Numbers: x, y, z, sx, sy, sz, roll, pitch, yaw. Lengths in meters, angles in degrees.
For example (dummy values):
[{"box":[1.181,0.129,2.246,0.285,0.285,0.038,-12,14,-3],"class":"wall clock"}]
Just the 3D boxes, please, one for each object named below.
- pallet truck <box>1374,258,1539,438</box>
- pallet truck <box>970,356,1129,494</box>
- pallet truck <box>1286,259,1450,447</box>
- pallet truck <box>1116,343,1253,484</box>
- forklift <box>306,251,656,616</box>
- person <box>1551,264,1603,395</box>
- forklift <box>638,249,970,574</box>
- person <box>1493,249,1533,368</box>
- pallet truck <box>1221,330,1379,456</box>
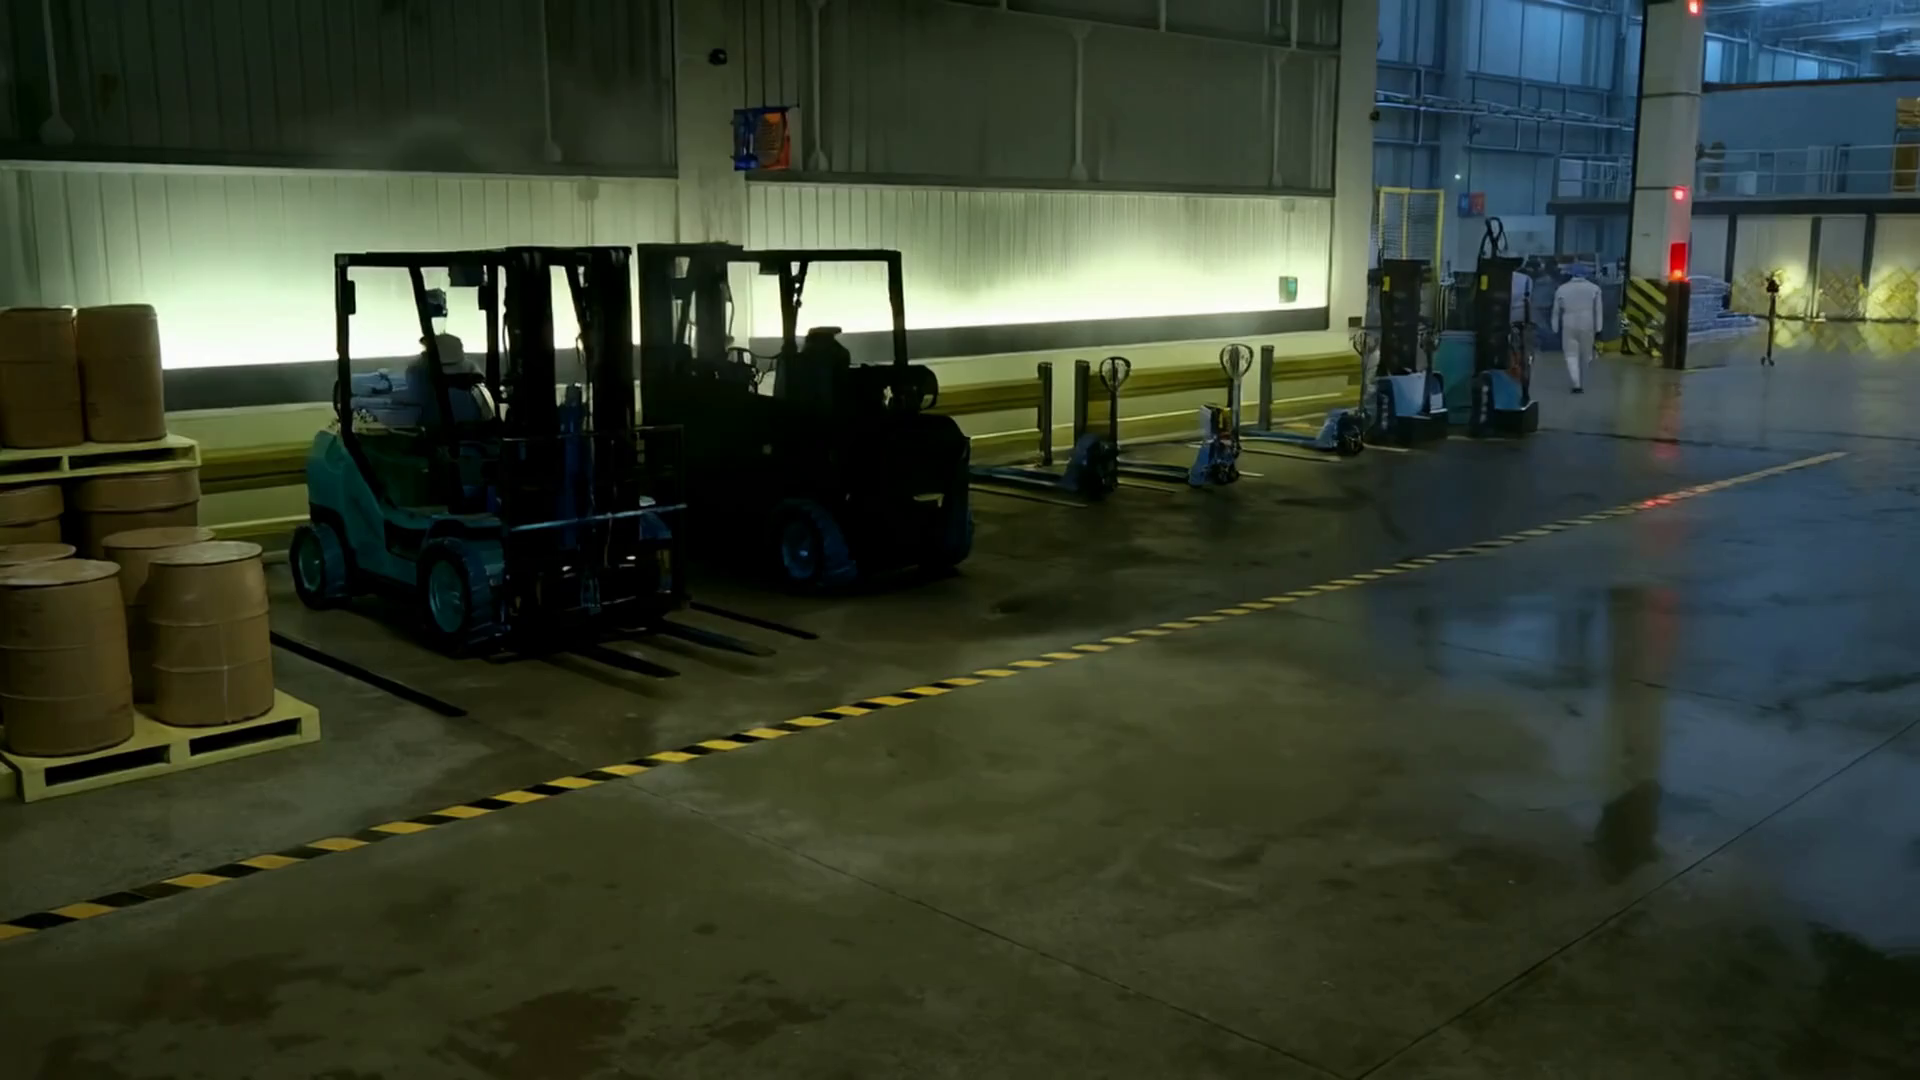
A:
[{"box":[5.704,-2.208,18.901,1.885,1.965,0.823,10,14,43],"class":"pallet truck"},{"box":[0.784,-1.085,14.876,0.680,1.201,1.601,-10,14,-44],"class":"pallet truck"},{"box":[4.493,-2.078,18.196,0.823,1.965,1.885,-9,14,-40],"class":"pallet truck"},{"box":[1.962,-1.215,15.415,1.522,1.261,0.704,10,14,43],"class":"pallet truck"},{"box":[-2.833,-0.669,9.694,1.157,1.987,2.680,-10,14,-44],"class":"forklift"},{"box":[8.759,-2.989,23.603,0.704,1.843,1.008,2,11,11],"class":"person"},{"box":[-1.173,-0.958,11.239,2.680,1.987,1.157,10,14,43],"class":"forklift"},{"box":[7.936,-3.164,24.020,0.610,2.040,0.400,-3,11,-16],"class":"person"},{"box":[3.563,-1.581,17.381,0.653,1.274,1.630,-10,14,-44],"class":"pallet truck"}]
